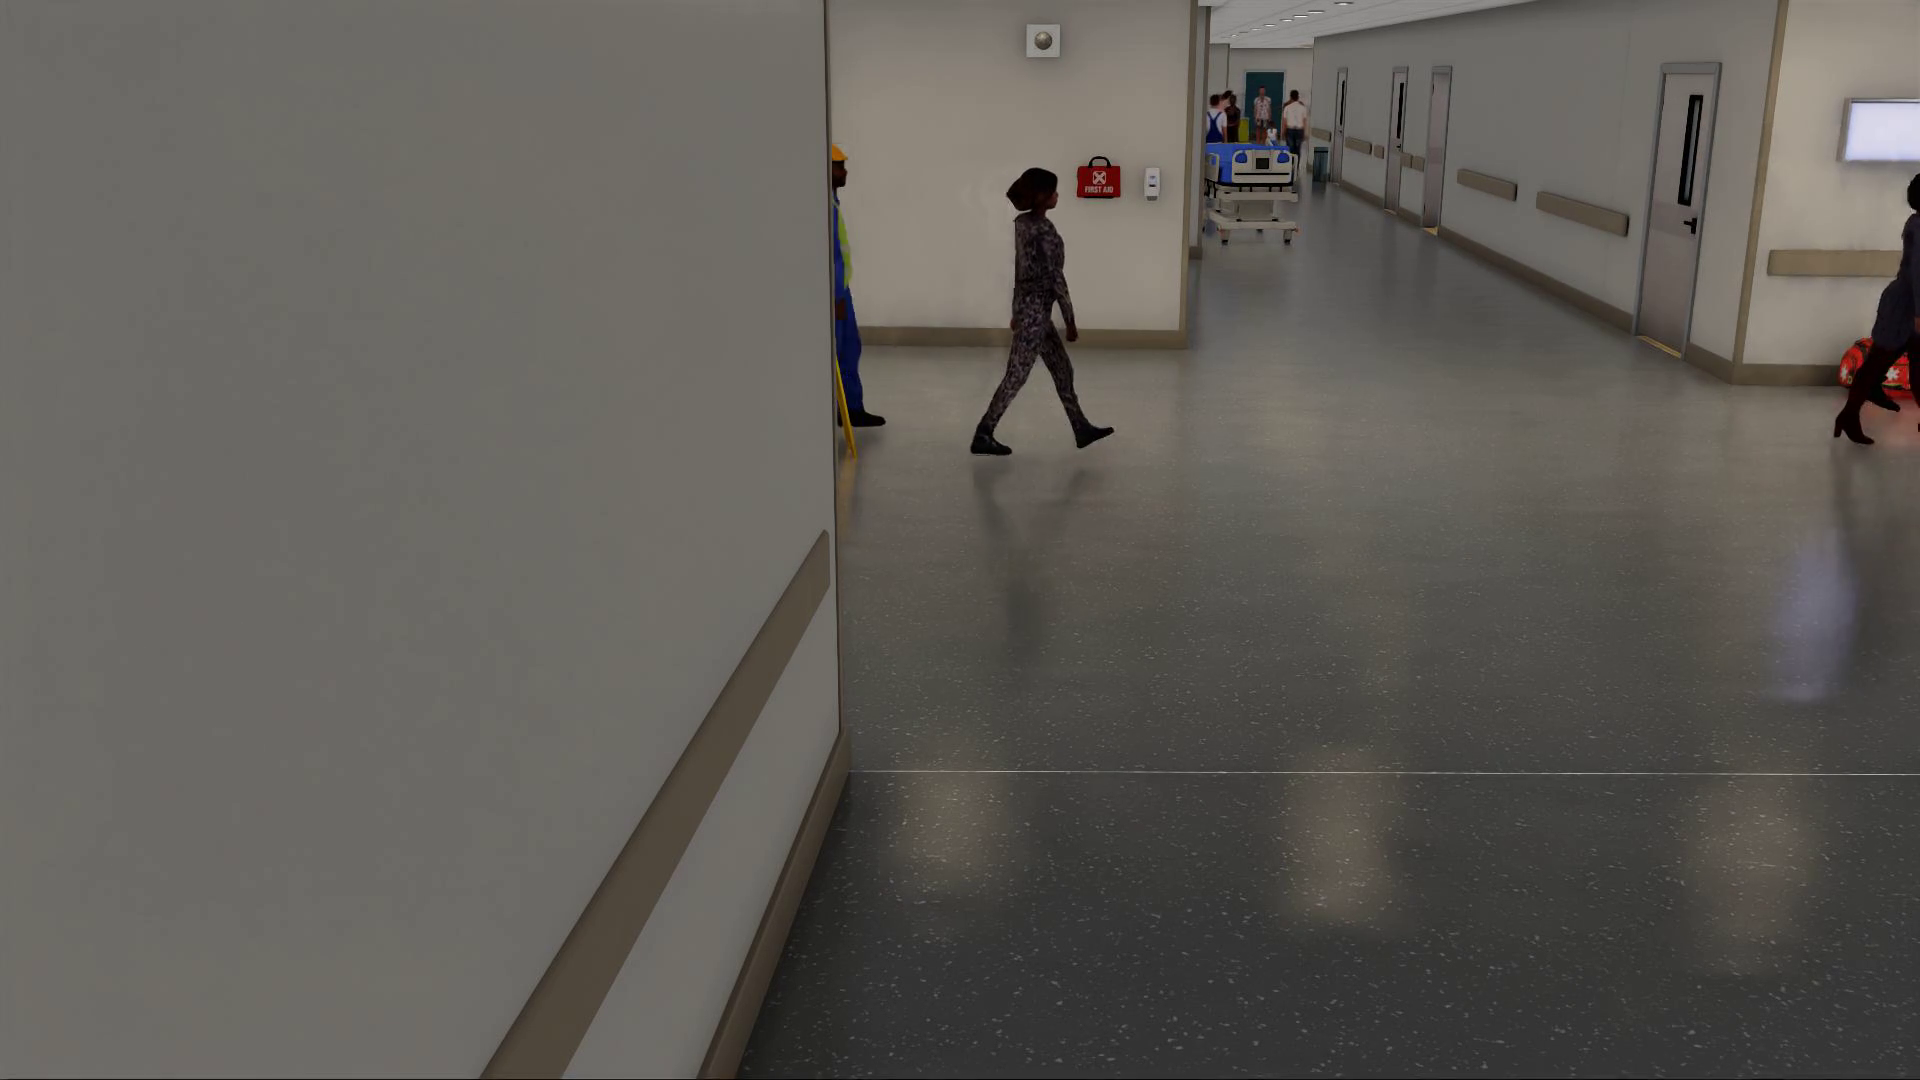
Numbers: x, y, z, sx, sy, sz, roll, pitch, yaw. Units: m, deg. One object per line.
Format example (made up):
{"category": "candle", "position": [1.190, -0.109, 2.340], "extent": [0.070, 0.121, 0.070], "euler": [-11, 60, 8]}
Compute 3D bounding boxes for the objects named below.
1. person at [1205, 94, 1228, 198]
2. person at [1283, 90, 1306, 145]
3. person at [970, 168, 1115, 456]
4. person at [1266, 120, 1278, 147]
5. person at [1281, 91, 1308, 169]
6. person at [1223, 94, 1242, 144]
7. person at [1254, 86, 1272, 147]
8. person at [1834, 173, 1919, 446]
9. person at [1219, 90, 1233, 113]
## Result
{"category": "person", "position": [4.591, -7.105, 30.098], "extent": [1.237, 1.822, 0.954], "euler": [6, 17, 21]}
{"category": "person", "position": [7.898, -9.753, 39.472], "extent": [0.931, 1.791, 0.823], "euler": [4, 16, 13]}
{"category": "person", "position": [0.360, -1.265, 9.681], "extent": [1.226, 1.661, 0.910], "euler": [-5, 16, -17]}
{"category": "person", "position": [8.094, -10.364, 43.167], "extent": [0.674, 1.002, 0.506], "euler": [2, 16, 9]}
{"category": "person", "position": [7.249, -8.779, 36.043], "extent": [0.991, 1.817, 0.727], "euler": [2, 16, 7]}
{"category": "person", "position": [6.184, -9.211, 37.744], "extent": [1.117, 1.726, 0.937], "euler": [8, 18, 28]}
{"category": "person", "position": [9.103, -12.720, 50.075], "extent": [0.993, 1.789, 0.805], "euler": [3, 16, 11]}
{"category": "person", "position": [5.607, -1.383, 10.054], "extent": [1.043, 1.685, 0.884], "euler": [10, 18, 31]}
{"category": "person", "position": [7.020, -11.103, 44.426], "extent": [0.905, 1.742, 0.913], "euler": [10, 19, 32]}
